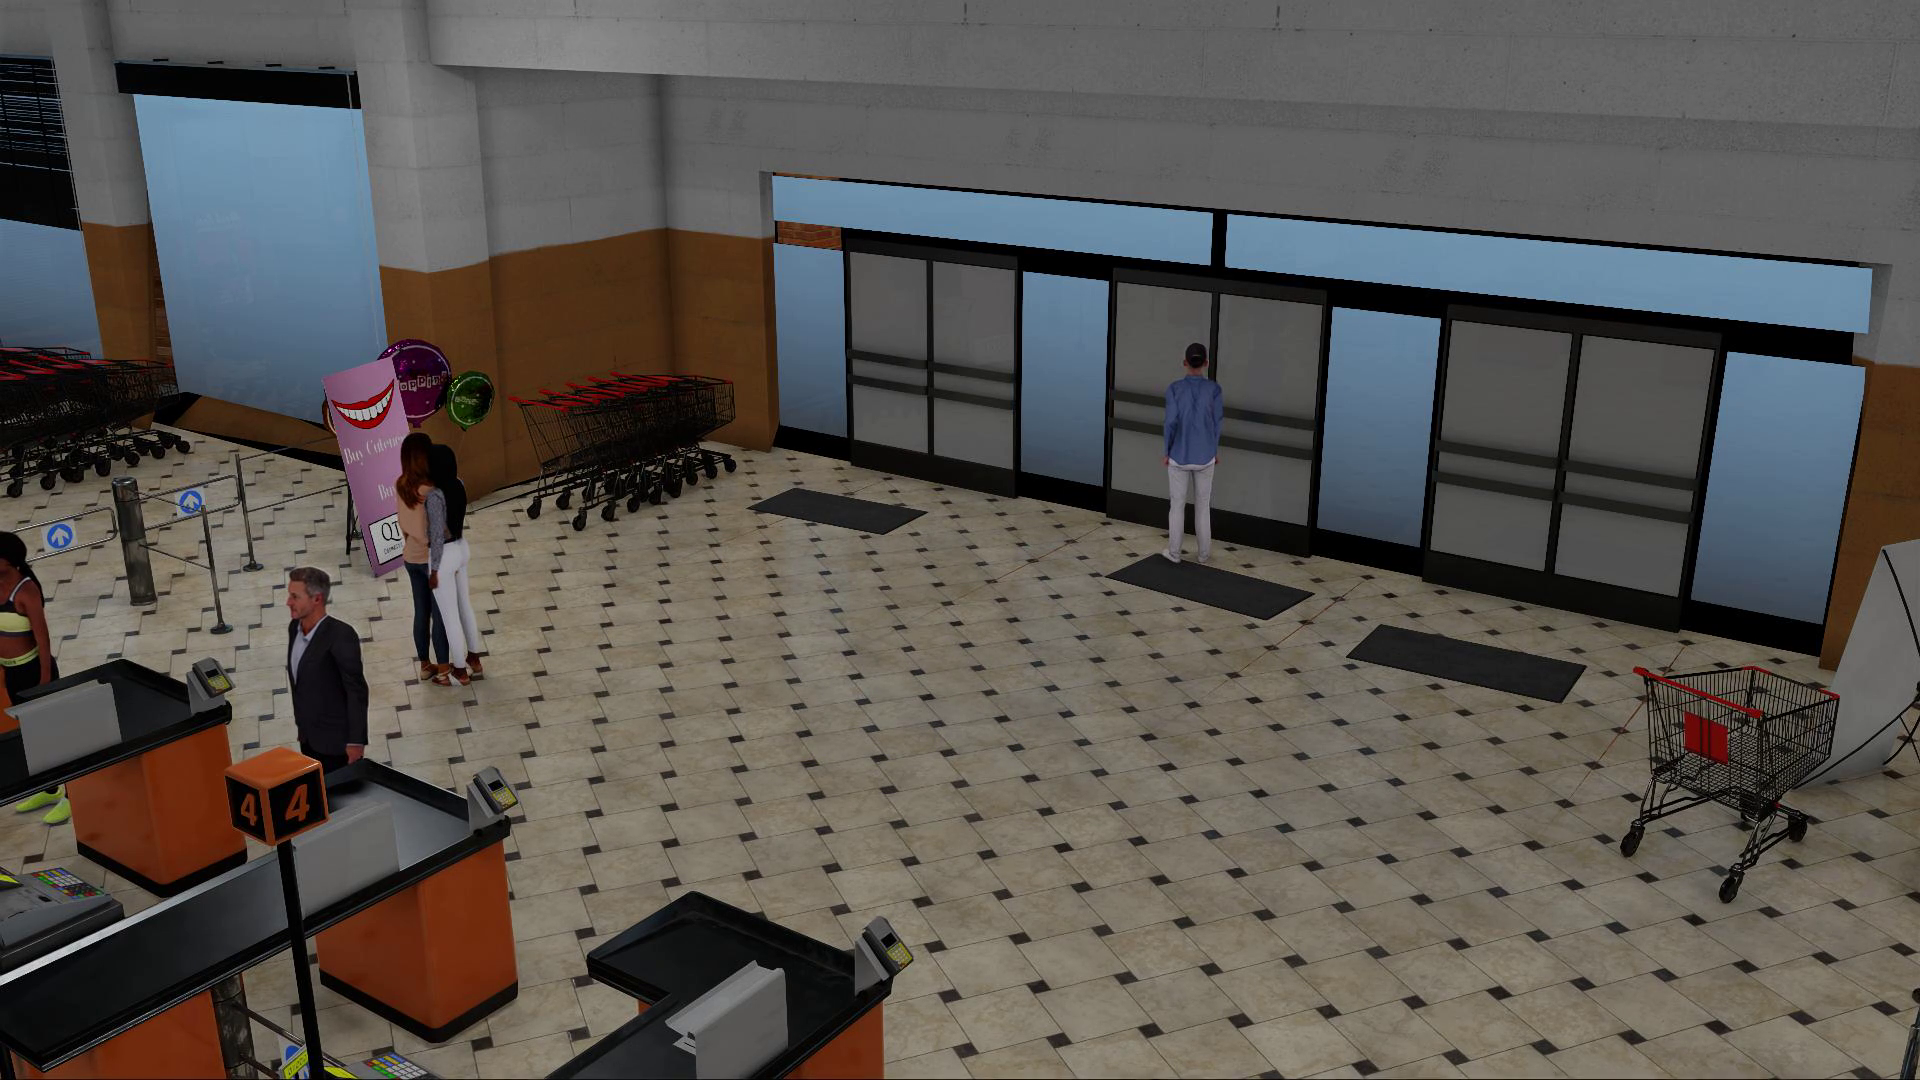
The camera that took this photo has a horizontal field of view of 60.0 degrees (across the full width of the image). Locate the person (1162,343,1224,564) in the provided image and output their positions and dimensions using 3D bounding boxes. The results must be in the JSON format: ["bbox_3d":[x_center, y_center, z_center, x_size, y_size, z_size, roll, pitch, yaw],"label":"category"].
[{"bbox_3d":[1.933,-0.719,13.874,0.743,1.889,0.779,-1,19,-3],"label":"person"}]

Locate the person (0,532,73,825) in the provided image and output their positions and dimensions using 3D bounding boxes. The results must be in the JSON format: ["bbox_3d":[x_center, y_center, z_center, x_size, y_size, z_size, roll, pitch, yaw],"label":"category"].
[{"bbox_3d":[-5.371,0.780,9.639,0.558,1.754,0.500,12,22,32],"label":"person"}]

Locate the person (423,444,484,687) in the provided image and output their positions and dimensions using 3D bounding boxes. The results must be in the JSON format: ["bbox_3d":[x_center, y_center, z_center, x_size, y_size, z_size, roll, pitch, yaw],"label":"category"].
[{"bbox_3d":[-3.542,0.159,11.527,0.735,1.725,0.605,3,19,9],"label":"person"}]

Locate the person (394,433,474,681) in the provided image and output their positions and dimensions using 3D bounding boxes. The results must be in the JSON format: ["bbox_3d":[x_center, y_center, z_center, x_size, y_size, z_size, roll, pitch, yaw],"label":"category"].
[{"bbox_3d":[-3.691,0.128,11.513,0.592,1.792,0.524,12,22,31],"label":"person"}]

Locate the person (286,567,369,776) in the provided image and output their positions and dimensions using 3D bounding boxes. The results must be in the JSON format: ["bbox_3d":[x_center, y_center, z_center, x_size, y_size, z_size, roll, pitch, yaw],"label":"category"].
[{"bbox_3d":[-3.357,1.004,8.840,0.727,1.840,0.573,13,23,35],"label":"person"}]
